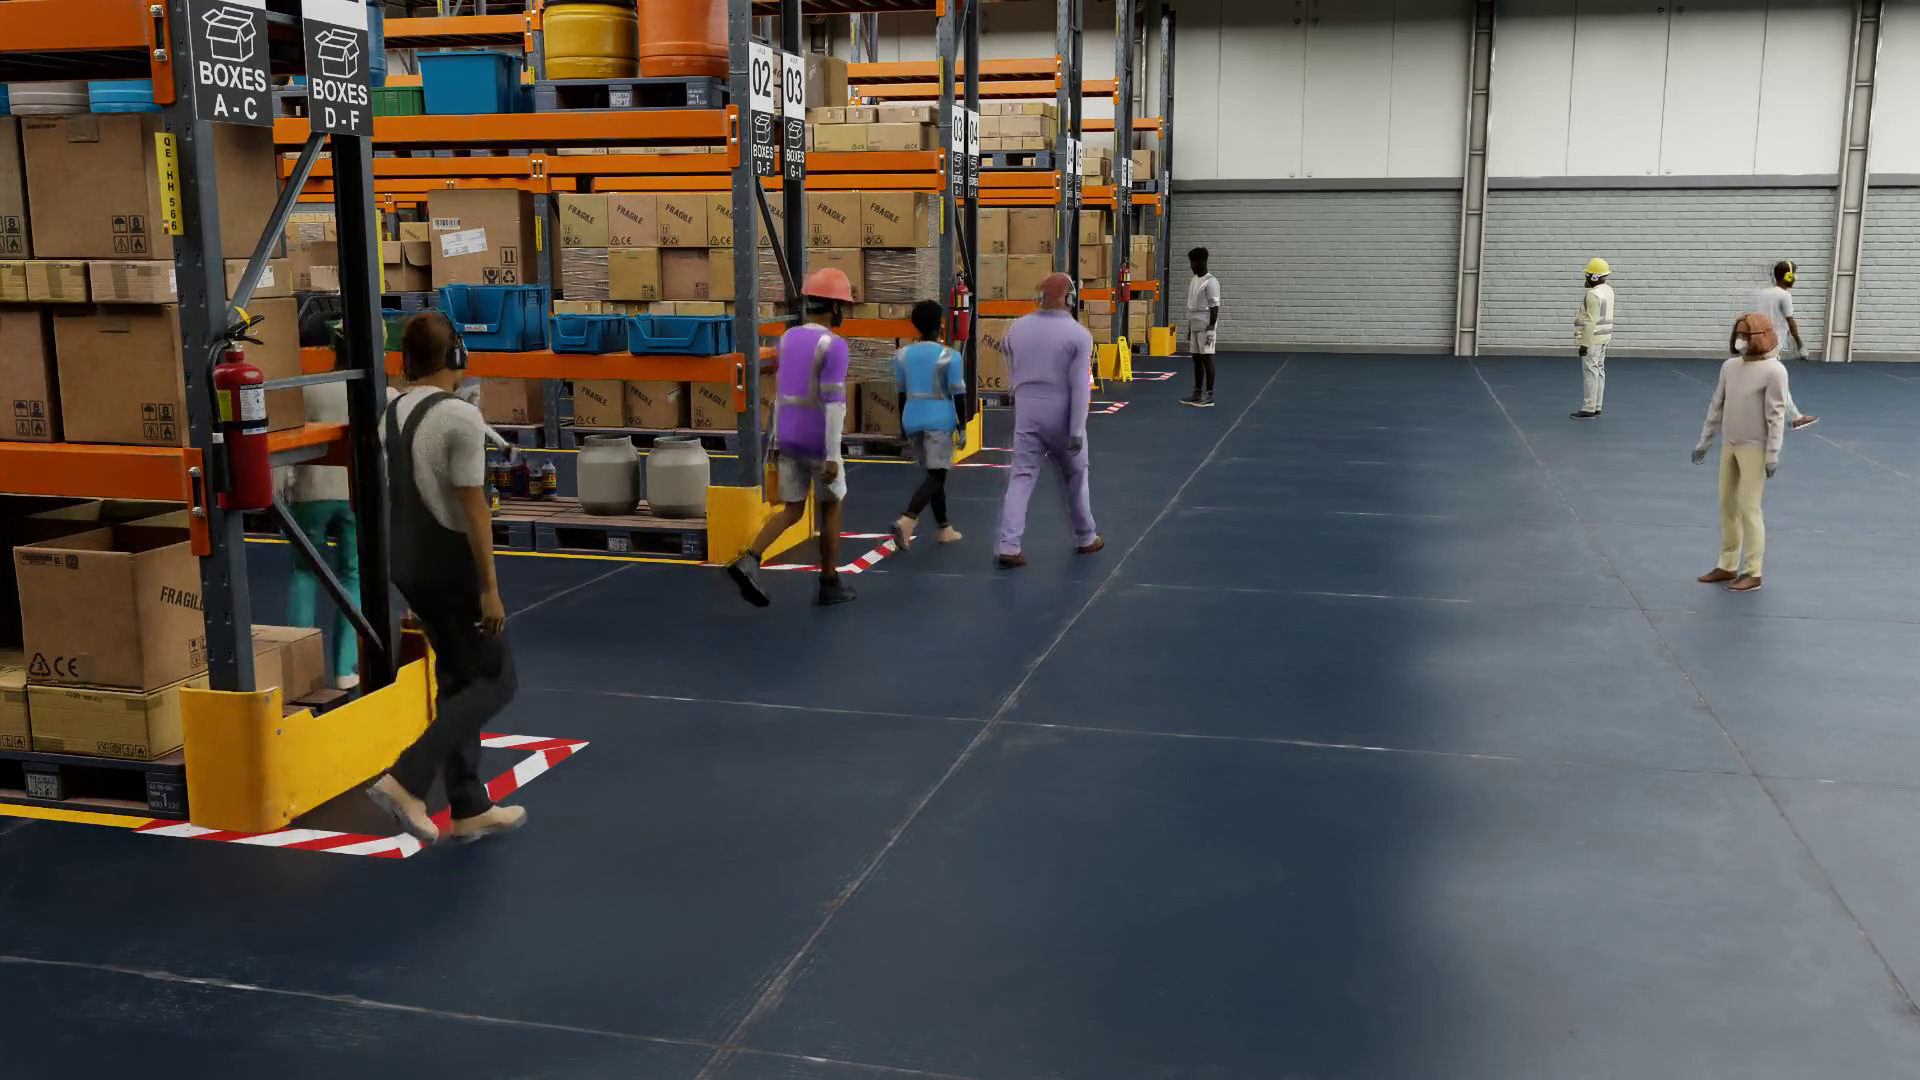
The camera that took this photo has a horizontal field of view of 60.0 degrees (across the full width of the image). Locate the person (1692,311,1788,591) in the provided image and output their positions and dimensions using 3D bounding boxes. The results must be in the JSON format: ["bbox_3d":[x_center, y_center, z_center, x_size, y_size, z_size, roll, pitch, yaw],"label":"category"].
[{"bbox_3d":[4.604,-0.524,9.781,0.296,1.633,0.516,-2,11,-13],"label":"person"}]

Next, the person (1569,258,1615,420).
[{"bbox_3d":[7.224,-2.292,19.005,0.404,1.837,0.590,8,13,37],"label":"person"}]

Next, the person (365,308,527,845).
[{"bbox_3d":[-1.756,0.149,5.521,0.554,1.818,0.519,9,14,41],"label":"person"}]

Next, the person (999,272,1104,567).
[{"bbox_3d":[0.572,-0.760,10.536,0.625,1.856,1.037,6,12,29],"label":"person"}]

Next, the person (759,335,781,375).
[{"bbox_3d":[-1.982,-1.976,17.633,0.897,1.691,0.503,4,11,20],"label":"person"}]

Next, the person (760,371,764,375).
[{"bbox_3d":[-2.260,-2.471,19.447,0.407,2.036,0.606,2,10,10],"label":"person"}]

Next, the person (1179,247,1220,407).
[{"bbox_3d":[2.965,-2.622,20.494,0.393,1.959,0.607,-3,11,-17],"label":"person"}]

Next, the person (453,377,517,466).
[{"bbox_3d":[-4.141,-1.292,14.098,0.593,1.613,0.501,3,11,16],"label":"person"}]

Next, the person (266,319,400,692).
[{"bbox_3d":[-2.824,-0.163,7.550,0.611,1.719,0.366,-3,11,-15],"label":"person"}]

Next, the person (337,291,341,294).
[{"bbox_3d":[-5.549,-1.590,15.020,1.035,1.885,0.654,-2,10,-12],"label":"person"}]

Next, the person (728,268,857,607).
[{"bbox_3d":[-0.900,-0.534,9.109,0.567,1.899,0.797,9,14,41],"label":"person"}]

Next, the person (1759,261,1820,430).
[{"bbox_3d":[8.707,-2.030,17.622,0.985,1.808,0.492,1,10,4],"label":"person"}]

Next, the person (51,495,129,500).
[{"bbox_3d":[-5.466,-0.603,10.253,0.817,1.601,0.545,3,11,17],"label":"person"}]

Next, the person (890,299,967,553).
[{"bbox_3d":[-0.234,-0.745,10.921,0.536,1.667,0.804,7,13,35],"label":"person"}]
